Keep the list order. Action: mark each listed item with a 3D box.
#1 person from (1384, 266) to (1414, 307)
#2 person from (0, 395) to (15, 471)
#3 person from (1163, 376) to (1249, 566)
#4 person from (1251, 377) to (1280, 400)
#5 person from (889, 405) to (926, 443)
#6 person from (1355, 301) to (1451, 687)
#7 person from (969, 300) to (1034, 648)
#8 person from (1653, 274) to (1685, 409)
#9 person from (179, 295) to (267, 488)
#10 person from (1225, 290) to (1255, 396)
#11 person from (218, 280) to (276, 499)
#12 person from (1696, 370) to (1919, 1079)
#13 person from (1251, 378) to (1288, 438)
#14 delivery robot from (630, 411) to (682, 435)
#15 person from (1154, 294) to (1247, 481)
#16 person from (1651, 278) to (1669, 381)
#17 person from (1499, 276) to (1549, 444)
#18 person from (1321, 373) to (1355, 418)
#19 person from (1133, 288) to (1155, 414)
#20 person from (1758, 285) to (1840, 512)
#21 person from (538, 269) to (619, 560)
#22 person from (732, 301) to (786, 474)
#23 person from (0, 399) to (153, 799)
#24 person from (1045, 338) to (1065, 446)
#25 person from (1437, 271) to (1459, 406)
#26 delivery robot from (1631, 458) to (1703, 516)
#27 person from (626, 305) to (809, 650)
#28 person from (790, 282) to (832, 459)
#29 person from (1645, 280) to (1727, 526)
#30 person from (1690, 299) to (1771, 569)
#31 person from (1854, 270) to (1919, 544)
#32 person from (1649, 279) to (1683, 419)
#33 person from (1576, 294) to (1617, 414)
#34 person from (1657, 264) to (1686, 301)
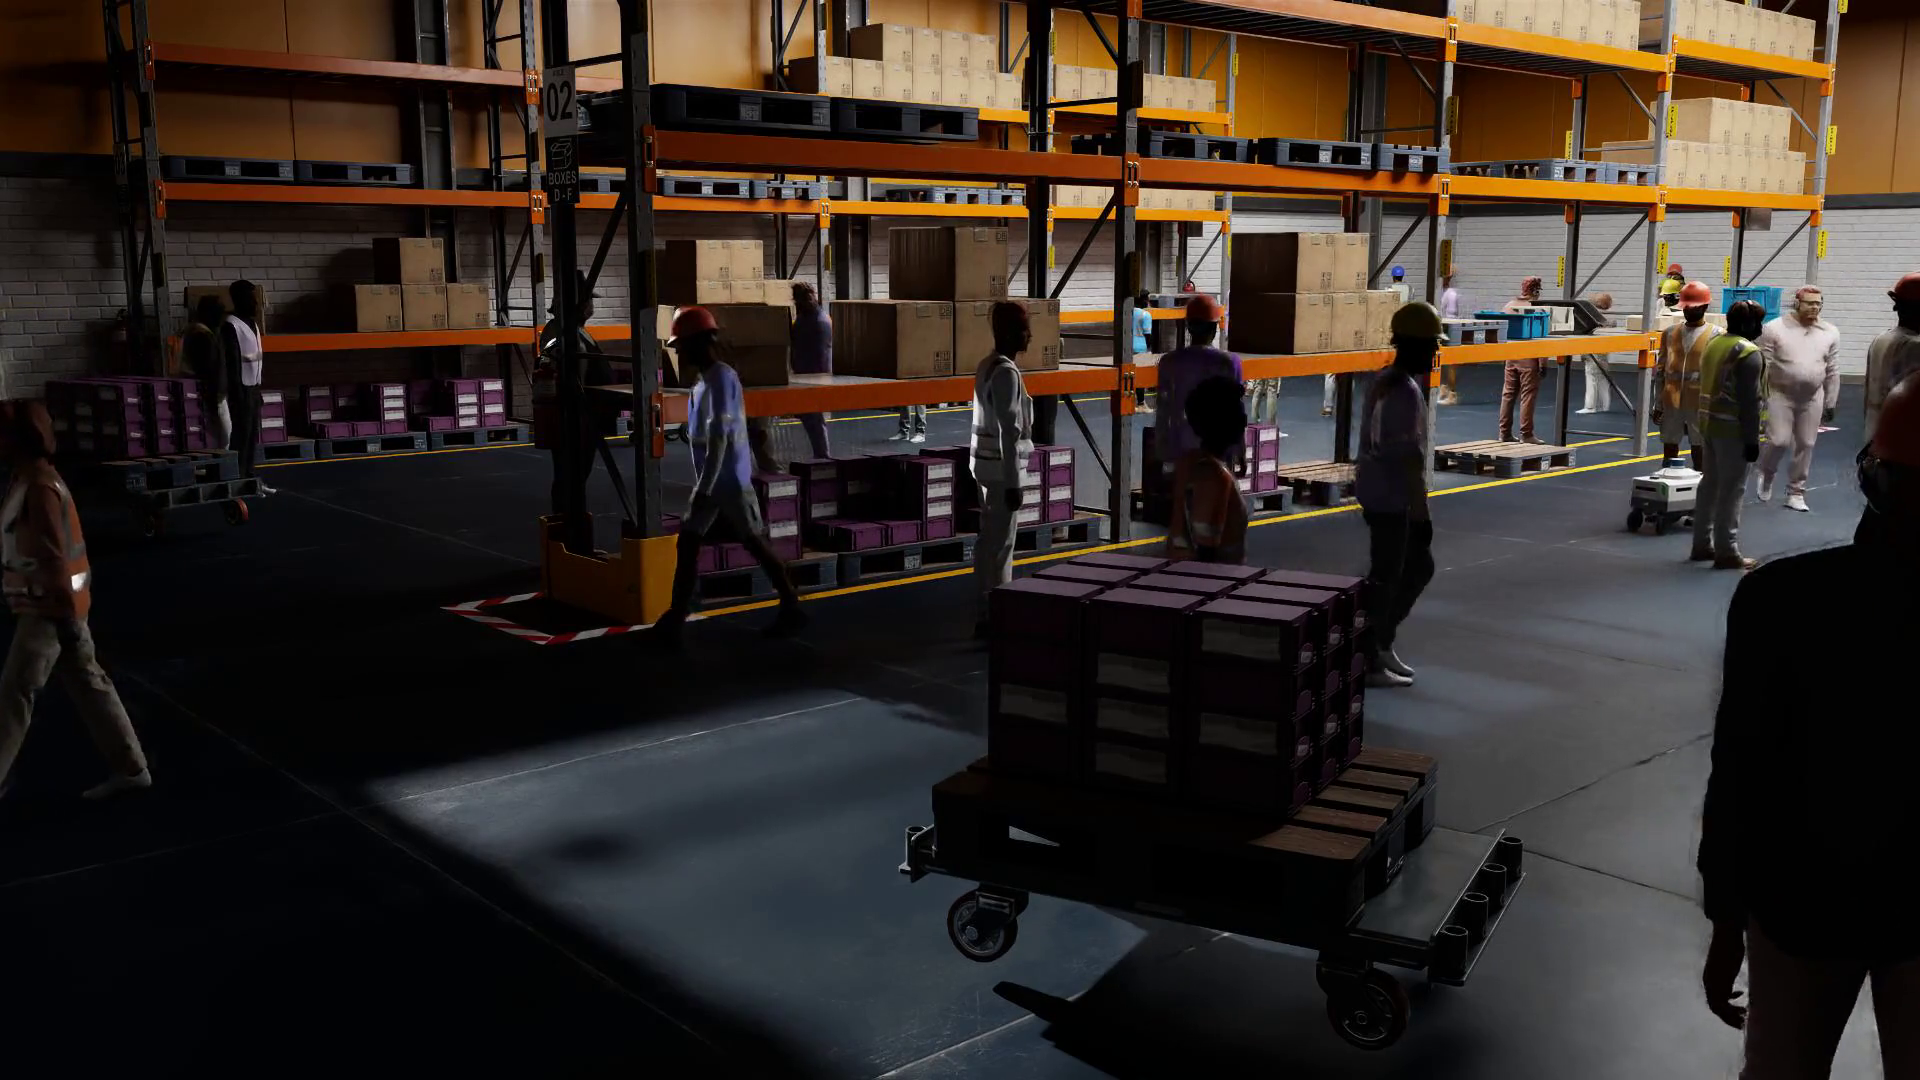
[{"bbox_3d":[7.777,-3.894,29.599,0.607,1.951,0.380,-2,10,-11],"label":"person"},{"bbox_3d":[-7.767,-0.993,13.288,0.895,1.725,0.533,-6,12,-33],"label":"person"},{"bbox_3d":[1.007,0.217,6.326,0.766,1.669,0.547,-1,10,-4],"label":"person"},{"bbox_3d":[4.566,-2.989,24.685,0.404,1.826,0.590,-8,13,-41],"label":"person"},{"bbox_3d":[-0.588,-1.979,19.014,0.483,1.738,0.312,9,13,41],"label":"person"},{"bbox_3d":[2.158,-0.209,8.158,0.493,1.905,0.621,1,10,7],"label":"person"},{"bbox_3d":[0.235,-0.355,9.073,0.361,1.885,0.575,-2,10,-10],"label":"person"},{"bbox_3d":[9.874,-2.727,23.031,0.533,1.861,0.315,1,10,8],"label":"person"},{"bbox_3d":[-6.736,-1.279,14.804,0.864,1.792,0.647,-2,10,-11],"label":"person"},{"bbox_3d":[4.317,-3.152,25.304,0.630,1.935,0.369,6,12,34],"label":"person"},{"bbox_3d":[-6.314,-1.324,14.649,0.371,1.916,0.597,-1,10,-5],"label":"person"},{"bbox_3d":[1.648,0.647,3.007,0.608,1.958,0.995,3,10,19],"label":"person"},{"bbox_3d":[3.617,-2.124,19.463,0.326,1.877,0.518,-7,12,-37],"label":"person"},{"bbox_3d":[-3.363,-1.396,18.782,0.707,0.478,0.477,-8,13,-39],"label":"delivery robot"},{"bbox_3d":[1.512,-0.594,10.479,0.567,1.893,0.981,5,11,27],"label":"person"},{"bbox_3d":[11.907,-3.553,28.193,0.553,1.764,0.395,-7,12,-35],"label":"person"},{"bbox_3d":[6.407,-2.026,18.822,0.404,1.900,0.641,-6,12,-33],"label":"person"},{"bbox_3d":[4.995,-2.567,21.864,0.636,1.939,0.362,0,10,3],"label":"person"},{"bbox_3d":[2.406,-2.534,22.453,0.322,1.672,0.534,-6,11,-31],"label":"person"},{"bbox_3d":[6.994,-1.186,13.922,0.666,1.887,0.476,1,10,8],"label":"person"},{"bbox_3d":[-2.585,-0.821,11.345,0.536,2.000,0.682,-1,10,-5],"label":"person"},{"bbox_3d":[-1.531,-0.911,12.608,0.868,1.800,0.609,-9,13,-41],"label":"person"},{"bbox_3d":[-3.536,0.268,6.282,0.833,1.592,0.530,-5,11,-29],"label":"person"},{"bbox_3d":[0.833,-1.515,16.598,0.504,1.632,0.269,7,12,36],"label":"person"},{"bbox_3d":[6.883,-2.907,23.632,0.530,2.014,0.642,-1,10,-4],"label":"person"},{"bbox_3d":[5.557,-0.392,12.905,0.707,0.478,0.477,-5,11,-28],"label":"delivery robot"},{"bbox_3d":[-1.299,-0.342,9.074,1.039,1.865,0.573,-6,11,-30],"label":"person"},{"bbox_3d":[-1.361,-1.512,15.864,0.530,1.885,0.800,-4,11,-24],"label":"person"},{"bbox_3d":[5.750,-1.076,13.153,0.543,1.934,0.362,9,13,41],"label":"person"},{"bbox_3d":[5.290,-0.722,11.391,0.429,1.835,0.629,-1,10,-3],"label":"person"},{"bbox_3d":[5.584,-0.568,9.860,0.391,2.040,0.615,1,10,6],"label":"person"},{"bbox_3d":[9.191,-2.455,21.555,0.403,1.823,0.588,-2,10,-11],"label":"person"},{"bbox_3d":[8.608,-2.495,22.389,0.561,1.621,0.350,-5,11,-26],"label":"person"},{"bbox_3d":[12.348,-3.786,28.842,0.622,1.992,0.396,4,10,22],"label":"person"}]
